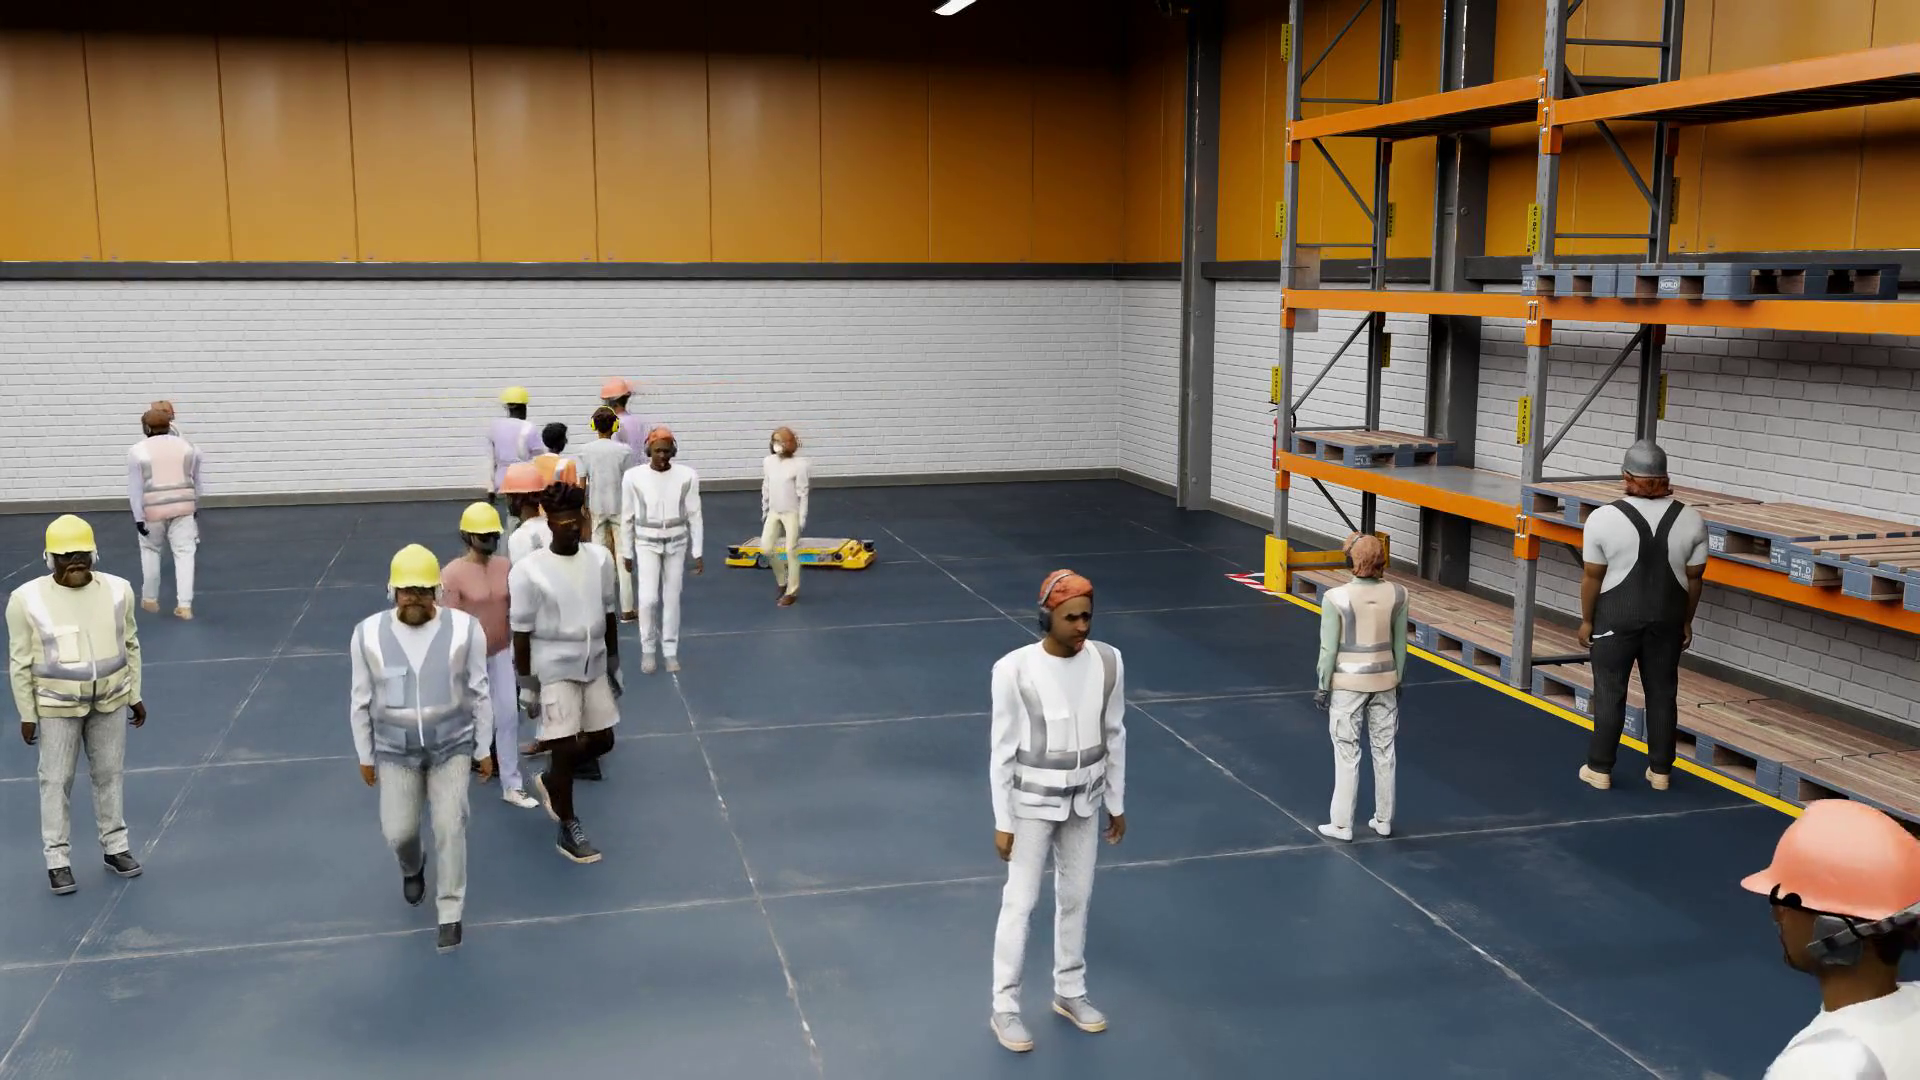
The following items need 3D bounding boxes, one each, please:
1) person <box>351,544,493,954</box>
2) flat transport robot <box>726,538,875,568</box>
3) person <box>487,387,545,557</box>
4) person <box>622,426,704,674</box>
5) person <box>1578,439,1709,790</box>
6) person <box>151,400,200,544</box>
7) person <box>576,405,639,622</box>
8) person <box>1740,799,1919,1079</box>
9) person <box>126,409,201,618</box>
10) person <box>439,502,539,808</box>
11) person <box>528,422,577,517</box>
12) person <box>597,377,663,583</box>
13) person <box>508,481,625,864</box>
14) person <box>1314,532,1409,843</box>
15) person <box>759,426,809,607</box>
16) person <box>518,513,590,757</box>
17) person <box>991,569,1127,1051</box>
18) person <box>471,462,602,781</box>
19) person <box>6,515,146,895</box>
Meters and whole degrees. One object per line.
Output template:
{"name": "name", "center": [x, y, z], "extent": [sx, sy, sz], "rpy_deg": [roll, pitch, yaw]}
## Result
{"name": "person", "center": [-2.396, 0.897, 7.445], "extent": [0.599, 1.817, 0.580], "rpy_deg": [-2, 9, -14]}
{"name": "flat transport robot", "center": [-1.627, 0.123, 17.059], "extent": [1.431, 0.197, 0.652], "rpy_deg": [1, 9, 6]}
{"name": "person", "center": [-4.343, -0.565, 16.380], "extent": [0.589, 1.876, 1.010], "rpy_deg": [4, 10, 24]}
{"name": "person", "center": [-2.206, 0.083, 12.378], "extent": [0.573, 1.865, 0.518], "rpy_deg": [-3, 10, -19]}
{"name": "person", "center": [3.907, 0.429, 9.641], "extent": [0.683, 2.000, 0.537], "rpy_deg": [1, 9, 4]}
{"name": "person", "center": [-8.562, -0.718, 18.145], "extent": [0.400, 1.610, 0.528], "rpy_deg": [-4, 10, -24]}
{"name": "person", "center": [-2.998, -0.218, 14.212], "extent": [0.508, 1.872, 0.328], "rpy_deg": [-1, 9, -3]}
{"name": "person", "center": [1.678, 1.488, 3.093], "extent": [0.610, 2.023, 0.700], "rpy_deg": [-7, 11, -37]}
{"name": "person", "center": [-6.964, -0.239, 14.542], "extent": [0.616, 1.803, 0.856], "rpy_deg": [-7, 12, -38]}
{"name": "person", "center": [-2.767, 0.629, 9.378], "extent": [0.812, 1.736, 0.535], "rpy_deg": [6, 11, 34]}
{"name": "person", "center": [-3.547, -0.191, 14.582], "extent": [0.545, 1.696, 0.318], "rpy_deg": [5, 10, 30]}
{"name": "person", "center": [-3.141, -0.551, 15.907], "extent": [0.914, 2.013, 0.618], "rpy_deg": [3, 10, 19]}
{"name": "person", "center": [-2.041, 0.648, 8.535], "extent": [0.597, 1.951, 0.621], "rpy_deg": [8, 12, 42]}
{"name": "person", "center": [2.107, 0.776, 8.729], "extent": [0.514, 1.639, 0.310], "rpy_deg": [-3, 9, -15]}
{"name": "person", "center": [-1.583, -0.207, 14.886], "extent": [0.519, 1.620, 0.342], "rpy_deg": [5, 11, 30]}
{"name": "person", "center": [-2.429, 0.553, 10.214], "extent": [0.565, 1.593, 0.728], "rpy_deg": [6, 11, 34]}
{"name": "person", "center": [0.386, 1.030, 6.433], "extent": [0.582, 1.872, 0.372], "rpy_deg": [-5, 10, -27]}
{"name": "person", "center": [-2.533, 0.487, 9.770], "extent": [0.917, 1.887, 0.557], "rpy_deg": [3, 10, 17]}
{"name": "person", "center": [-4.270, 0.780, 8.097], "extent": [0.404, 1.833, 0.592], "rpy_deg": [9, 12, 43]}
